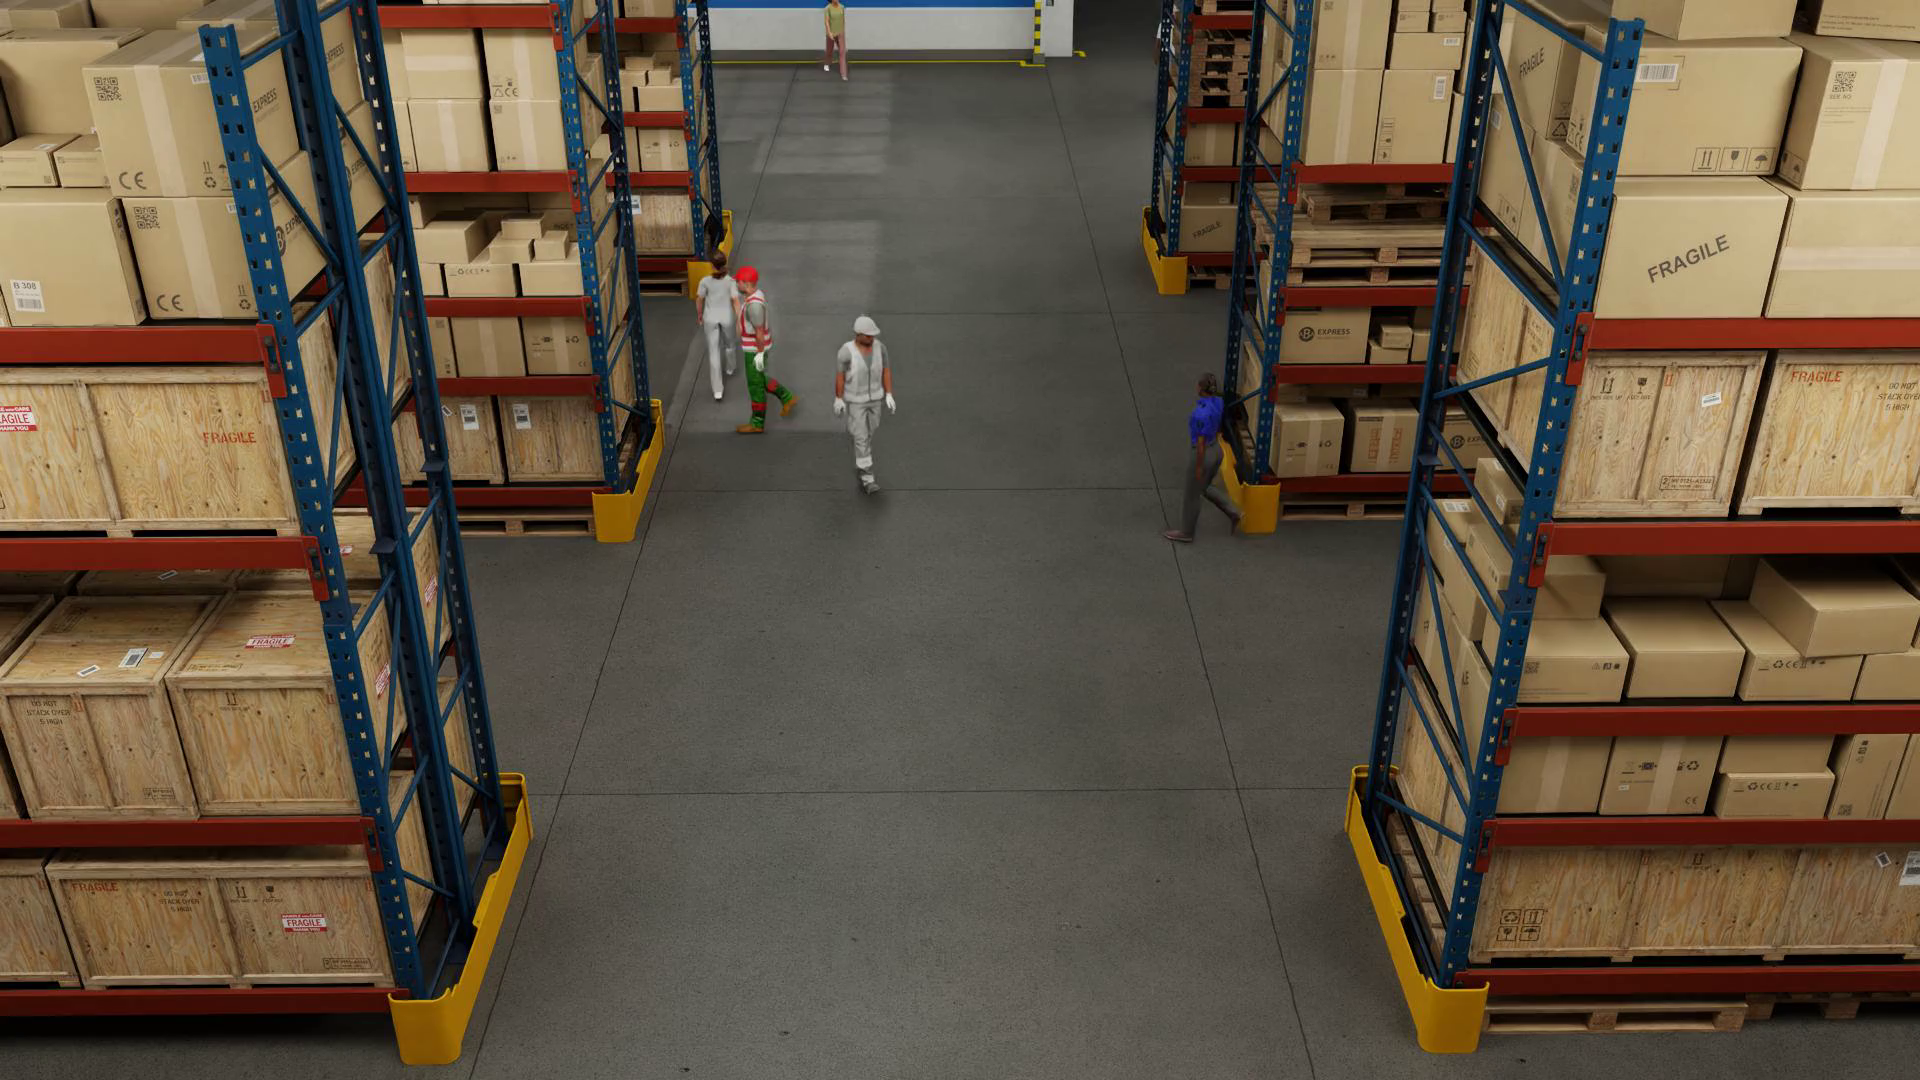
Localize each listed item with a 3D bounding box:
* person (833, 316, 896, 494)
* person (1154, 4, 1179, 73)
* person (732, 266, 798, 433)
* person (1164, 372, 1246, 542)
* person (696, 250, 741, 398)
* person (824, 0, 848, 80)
[{"bbox_3d":[-0.881,-1.332,16.330,0.570,1.767,0.765,-15,32,-26],"label":"person"},{"bbox_3d":[3.881,-8.944,30.550,0.660,1.764,0.585,-10,30,-18],"label":"person"},{"bbox_3d":[-2.087,-2.032,17.656,0.669,1.779,0.588,-2,28,-3],"label":"person"},{"bbox_3d":[2.327,-0.751,15.432,0.693,1.652,0.472,16,32,27],"label":"person"},{"bbox_3d":[-2.715,-2.504,18.693,0.475,1.628,0.986,-6,29,-12],"label":"person"},{"bbox_3d":[-2.431,-9.868,32.387,0.449,1.631,1.067,-8,29,-14],"label":"person"}]
